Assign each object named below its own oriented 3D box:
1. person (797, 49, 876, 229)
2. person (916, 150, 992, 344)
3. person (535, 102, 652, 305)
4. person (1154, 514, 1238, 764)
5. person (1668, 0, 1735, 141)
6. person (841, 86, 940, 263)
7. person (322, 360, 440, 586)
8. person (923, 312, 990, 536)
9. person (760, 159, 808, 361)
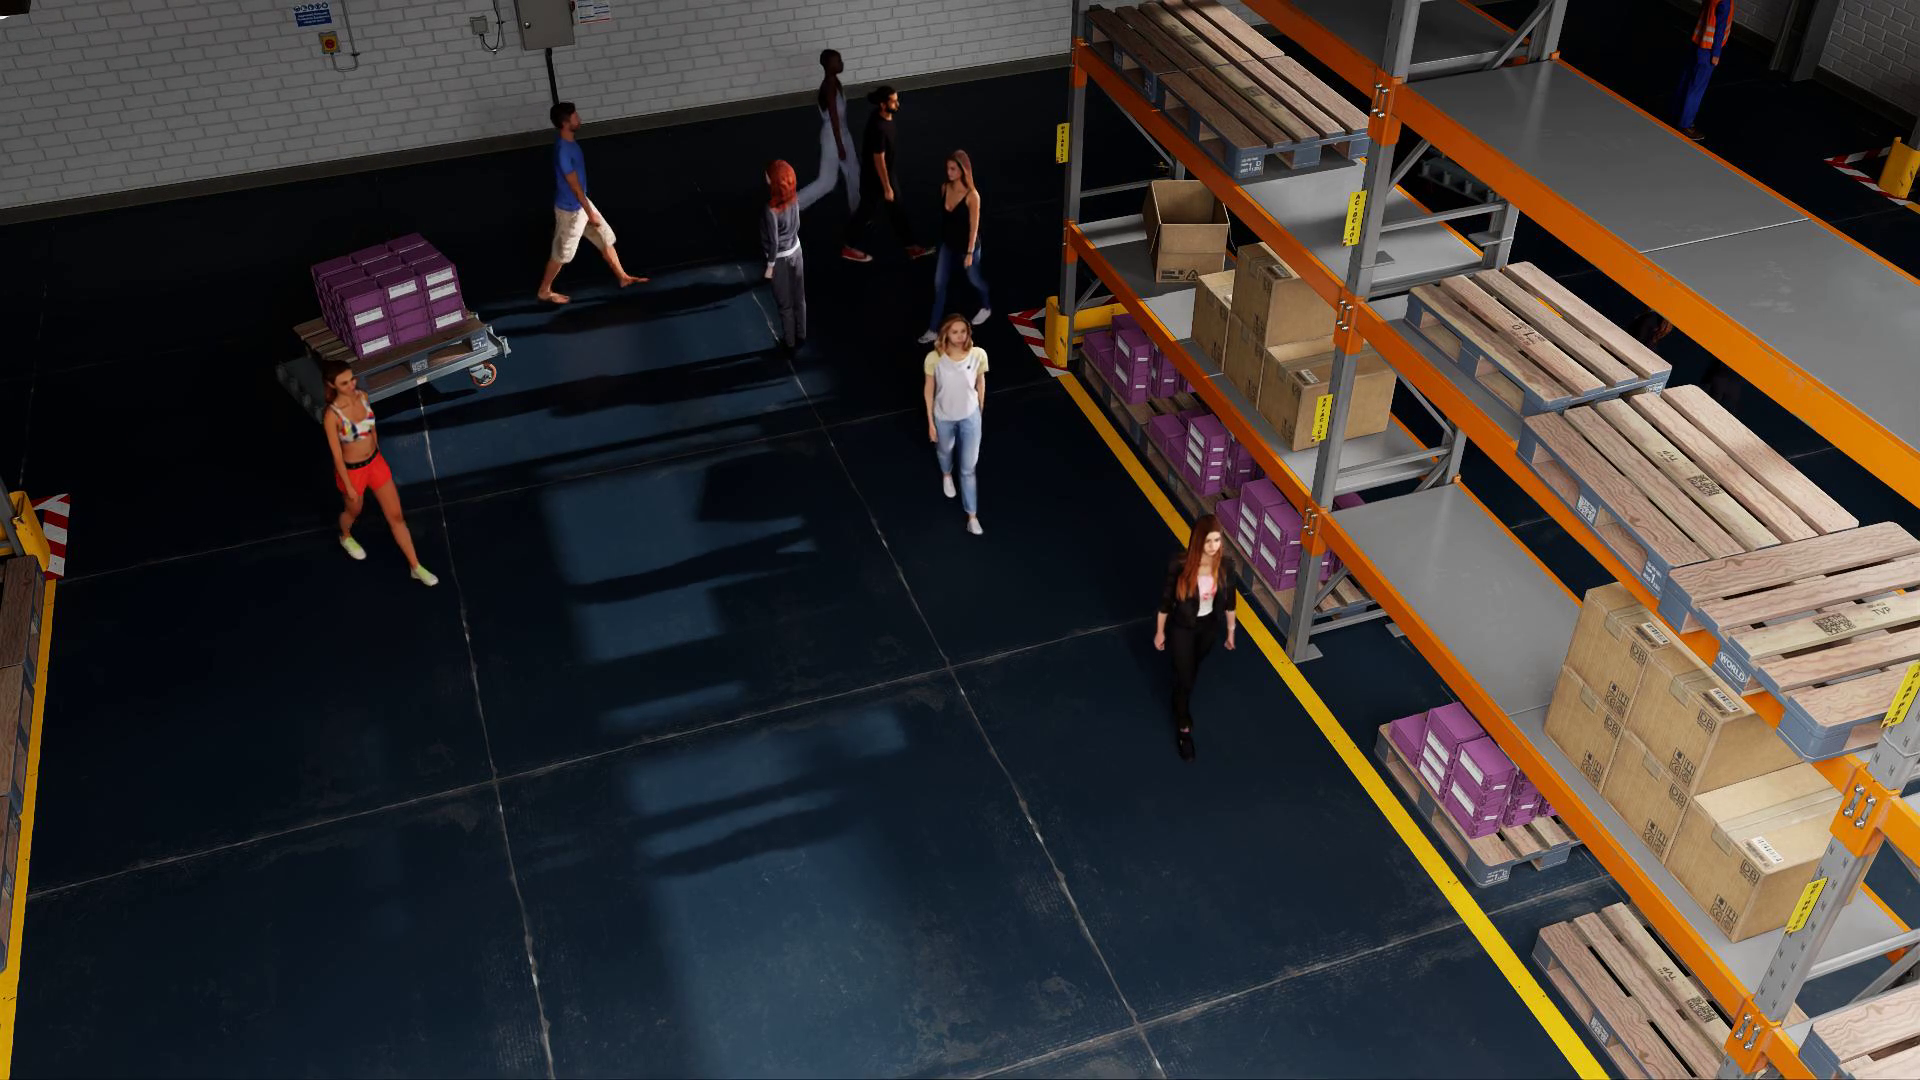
[{"bbox_3d":[-1.252,-3.643,15.356,0.954,1.751,1.114,2,39,3],"label":"person"},{"bbox_3d":[0.062,-2.484,13.963,1.088,1.679,0.994,28,47,31],"label":"person"},{"bbox_3d":[-3.414,-2.838,14.296,0.924,1.817,1.243,-3,39,-4],"label":"person"},{"bbox_3d":[1.413,0.470,10.247,0.661,1.700,0.833,-10,40,-12],"label":"person"},{"bbox_3d":[7.649,-5.054,17.032,0.836,1.864,0.681,1,39,1],"label":"person"},{"bbox_3d":[-0.814,-3.233,14.878,1.074,1.708,1.158,6,39,8],"label":"person"},{"bbox_3d":[-4.173,-0.487,11.411,1.196,1.743,1.048,22,44,25],"label":"person"},{"bbox_3d":[-0.068,-0.926,12.020,0.776,1.670,1.176,-6,39,-7],"label":"person"},{"bbox_3d":[-1.446,-2.312,13.668,0.708,1.779,0.644,16,41,19],"label":"person"}]
